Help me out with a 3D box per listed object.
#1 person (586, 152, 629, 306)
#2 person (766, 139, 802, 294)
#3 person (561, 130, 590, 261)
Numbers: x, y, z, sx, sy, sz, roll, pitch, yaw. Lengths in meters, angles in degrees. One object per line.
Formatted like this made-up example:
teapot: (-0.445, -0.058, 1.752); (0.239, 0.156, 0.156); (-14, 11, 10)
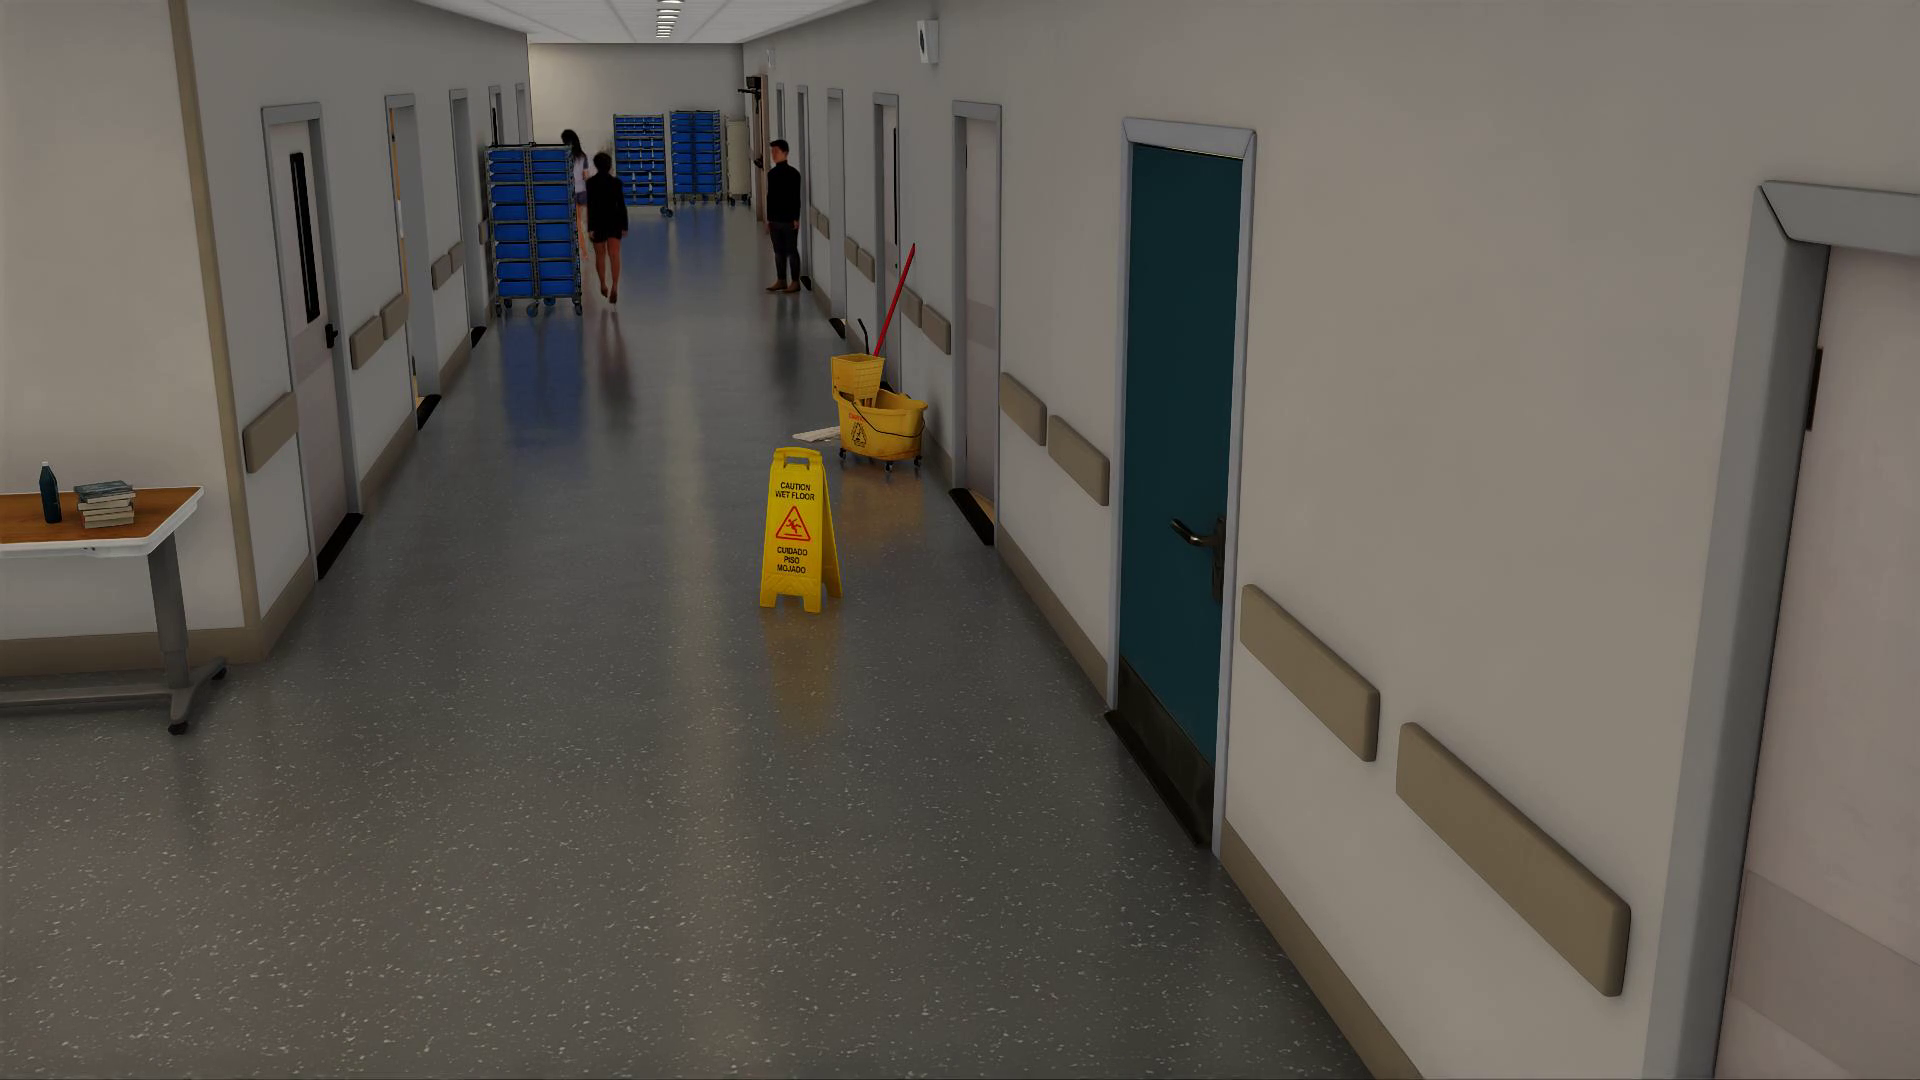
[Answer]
person: (-3.770, -3.281, 17.803); (0.643, 1.586, 1.056); (-4, 16, -14)
person: (-2.019, -3.724, 19.125); (0.698, 1.721, 0.775); (12, 20, 37)
person: (-5.100, -4.535, 22.085); (0.956, 1.676, 1.177); (-12, 20, -37)
